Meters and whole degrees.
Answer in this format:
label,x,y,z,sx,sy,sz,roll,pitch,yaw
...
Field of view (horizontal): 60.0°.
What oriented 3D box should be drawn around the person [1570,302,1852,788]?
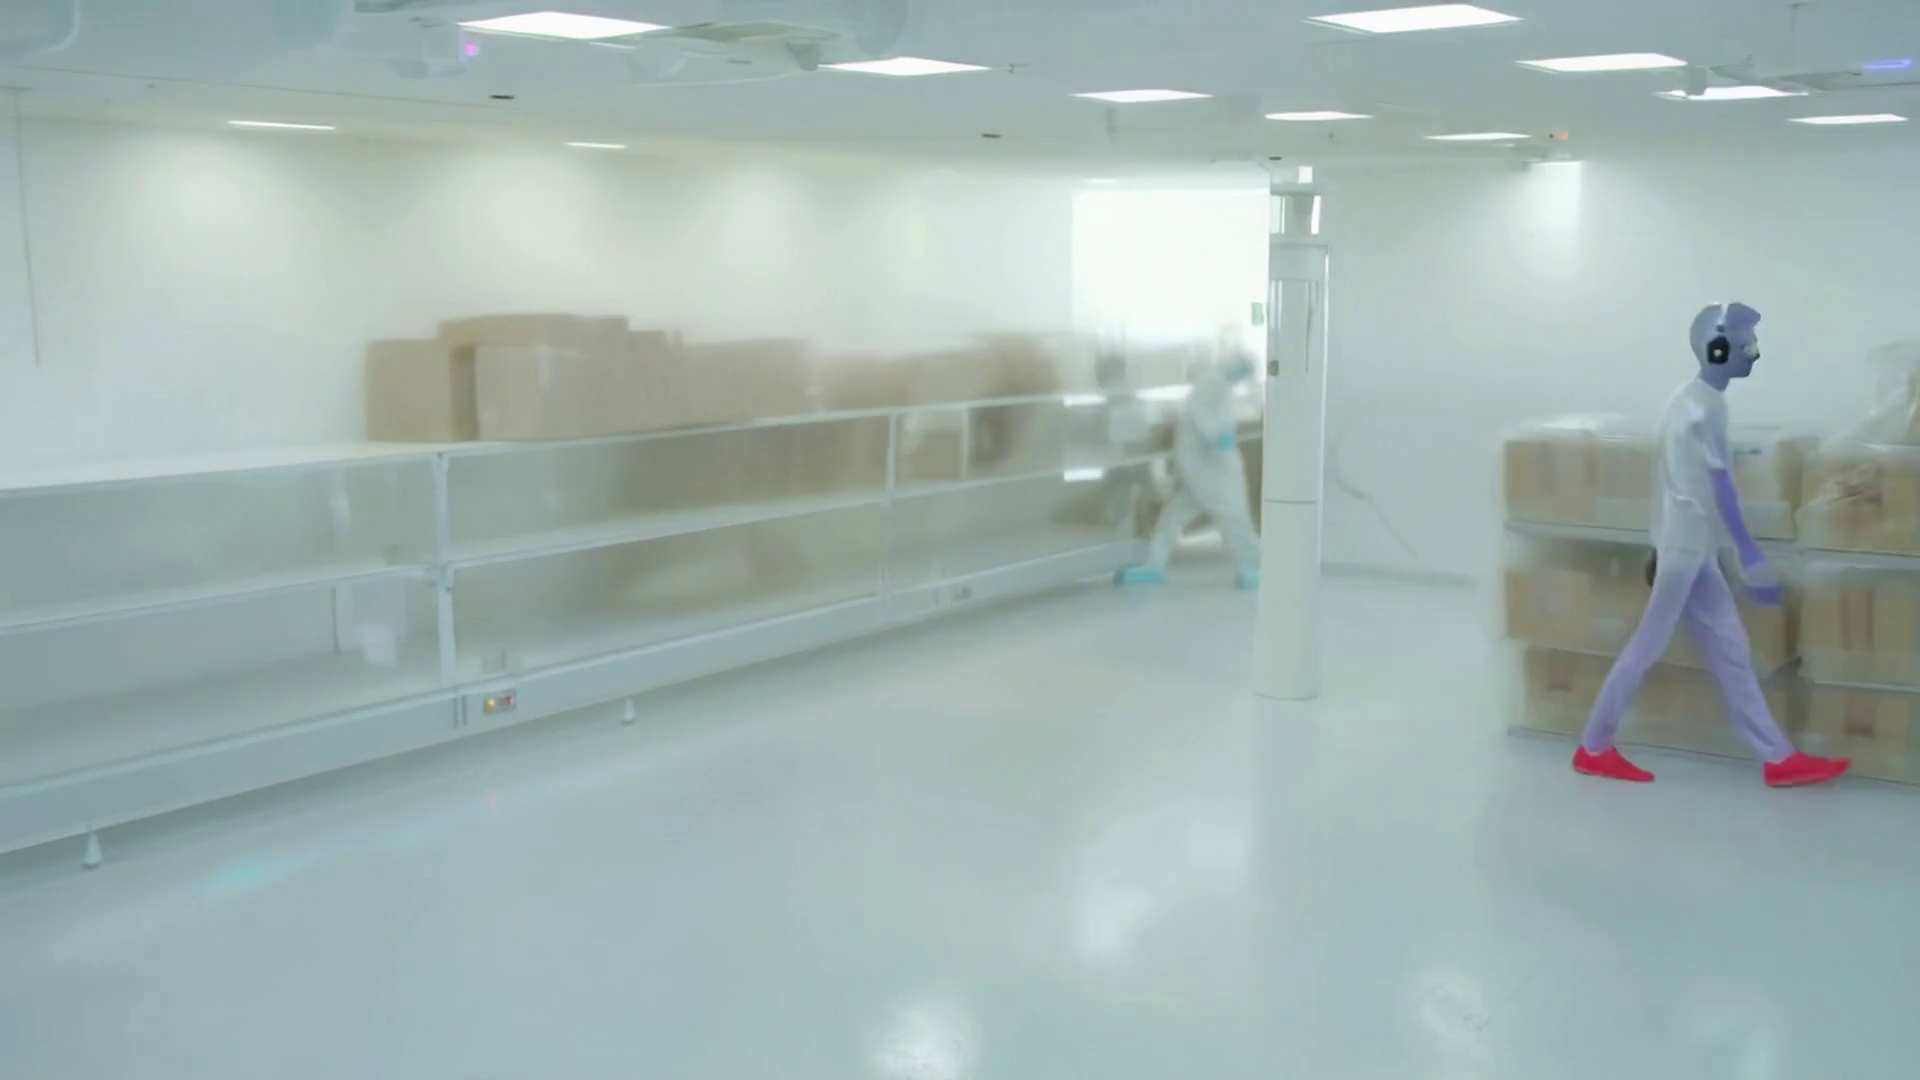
label,x,y,z,sx,sy,sz,roll,pitch,yaw
person,2.788,0.048,6.124,0.985,1.818,0.505,4,11,24
